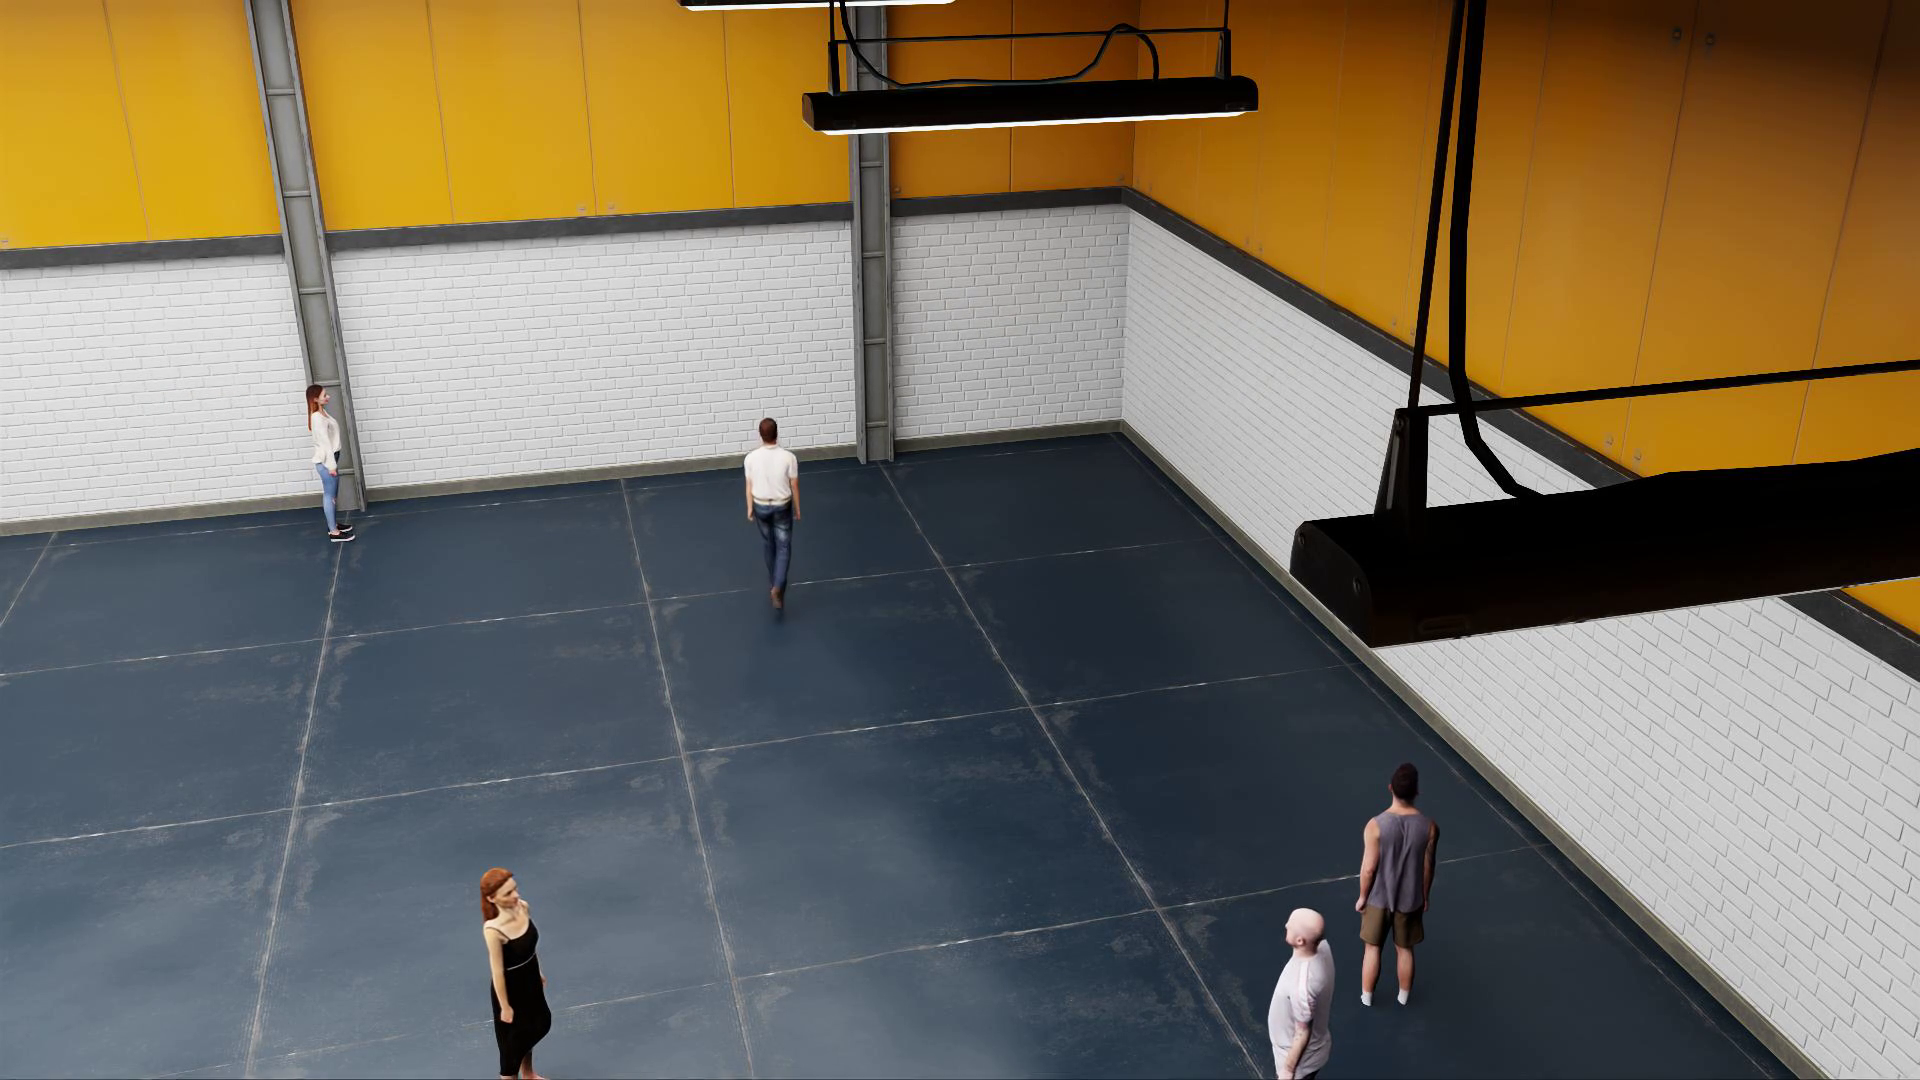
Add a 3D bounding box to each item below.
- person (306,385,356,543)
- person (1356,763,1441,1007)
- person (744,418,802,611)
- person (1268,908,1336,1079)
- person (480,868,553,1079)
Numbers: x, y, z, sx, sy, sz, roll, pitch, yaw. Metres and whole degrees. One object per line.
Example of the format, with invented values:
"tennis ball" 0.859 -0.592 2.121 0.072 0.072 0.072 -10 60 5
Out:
"person" -6.633 -0.819 17.431 0.567 1.692 0.640 -9 25 -19
"person" 2.745 2.245 10.550 0.597 1.841 0.759 0 24 1
"person" -1.801 -0.238 15.935 1.189 1.827 0.953 0 24 1
"person" 1.849 2.776 9.034 0.780 1.831 0.755 9 25 20
"person" -2.591 2.607 9.679 0.707 1.625 0.671 6 24 14
